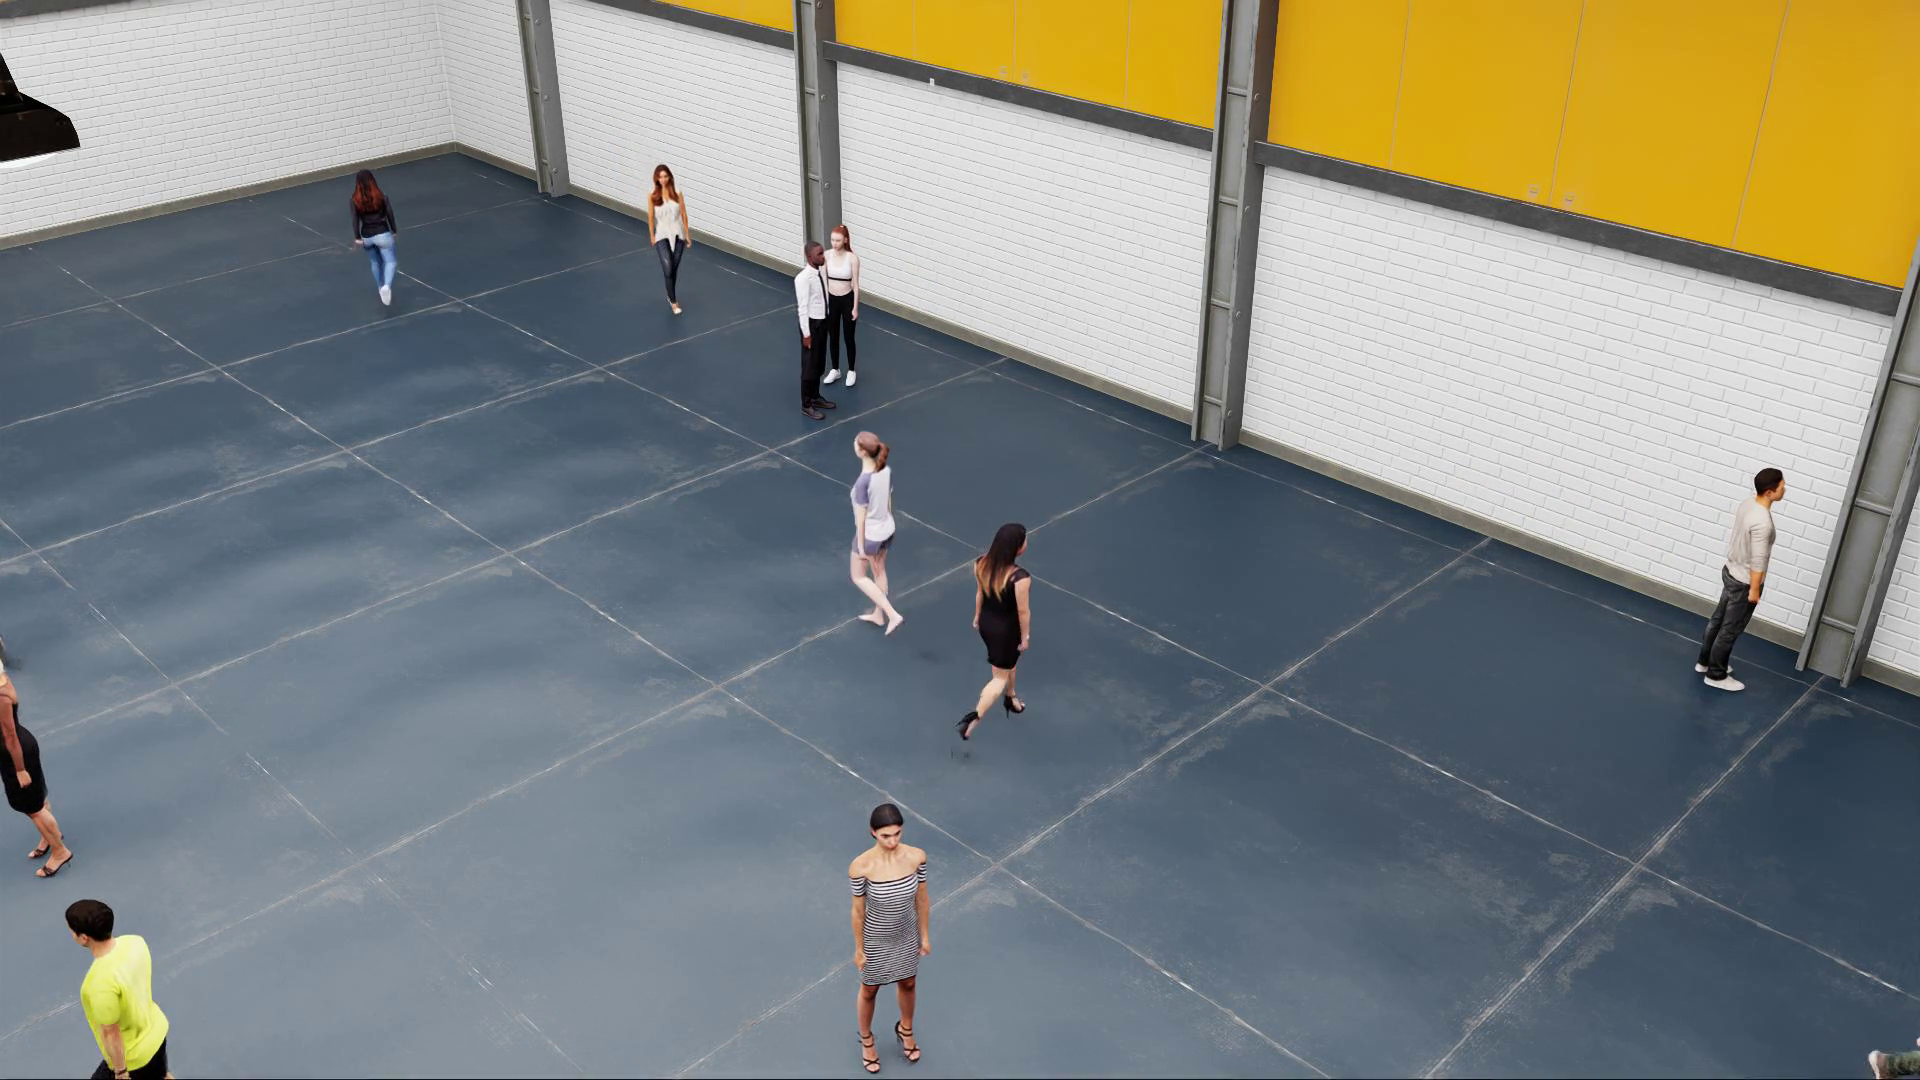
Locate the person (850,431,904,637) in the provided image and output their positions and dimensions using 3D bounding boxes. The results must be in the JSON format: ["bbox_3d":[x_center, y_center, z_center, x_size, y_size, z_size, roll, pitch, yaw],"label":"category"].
[{"bbox_3d":[-0.612,-0.021,13.147,0.810,1.753,0.621,21,35,33],"label":"person"}]

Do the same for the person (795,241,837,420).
[{"bbox_3d":[-1.493,-2.171,17.003,0.679,1.835,0.711,10,30,18],"label":"person"}]

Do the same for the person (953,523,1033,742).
[{"bbox_3d":[0.256,0.696,11.902,0.695,1.687,0.950,-25,37,-38],"label":"person"}]

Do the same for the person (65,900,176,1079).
[{"bbox_3d":[-4.160,2.540,8.508,0.827,1.699,0.770,0,29,1],"label":"person"}]

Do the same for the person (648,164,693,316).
[{"bbox_3d":[-3.456,-3.587,19.687,0.800,1.751,1.069,-13,31,-22],"label":"person"}]

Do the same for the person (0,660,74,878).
[{"bbox_3d":[-6.017,1.370,10.609,0.679,1.741,0.510,-18,33,-29],"label":"person"}]

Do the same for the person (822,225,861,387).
[{"bbox_3d":[-1.264,-2.499,17.703,0.611,1.740,0.727,8,30,15],"label":"person"}]

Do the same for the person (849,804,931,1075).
[{"bbox_3d":[-0.393,2.167,9.070,0.662,1.816,0.660,-10,30,-18],"label":"person"}]

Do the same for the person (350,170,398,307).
[{"bbox_3d":[-6.948,-3.575,19.813,0.957,1.609,1.070,-4,29,-8],"label":"person"}]

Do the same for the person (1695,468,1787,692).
[{"bbox_3d":[5.898,0.271,12.550,0.751,1.811,0.731,4,29,7],"label":"person"}]
